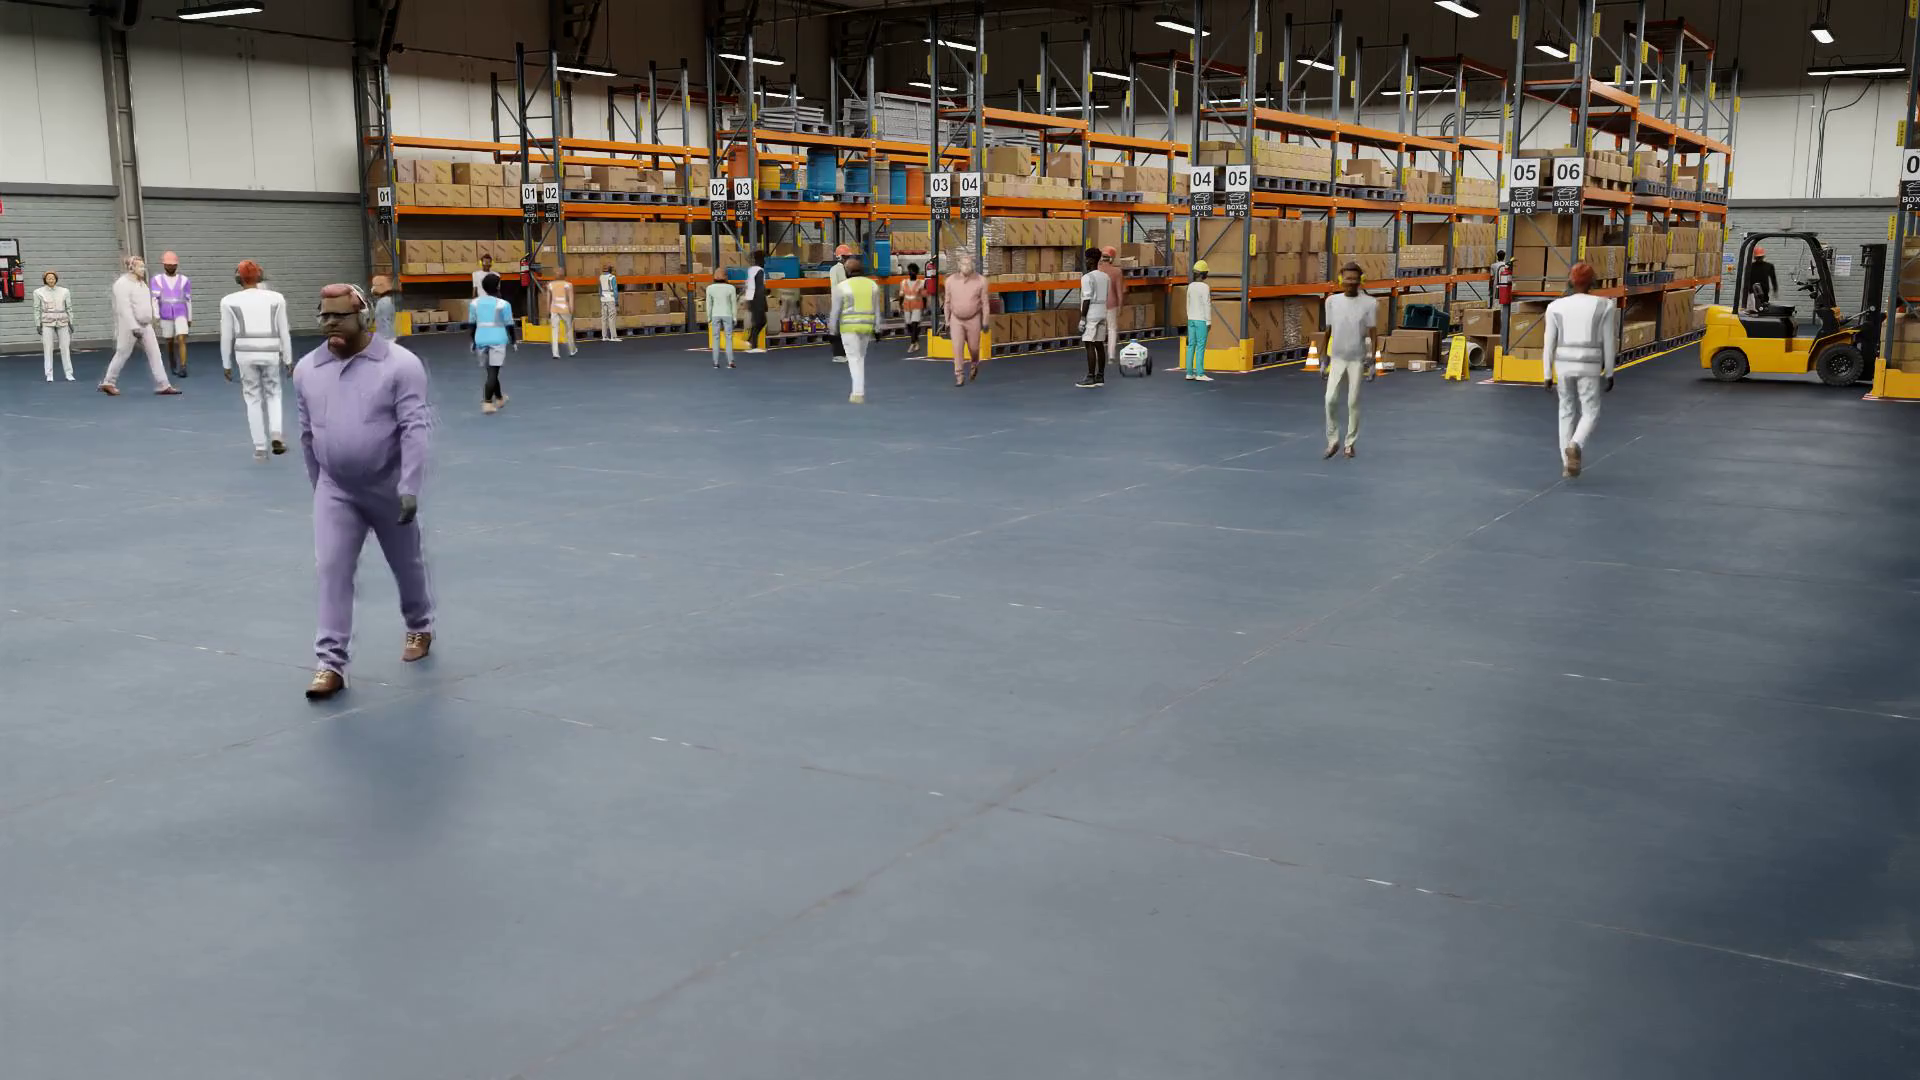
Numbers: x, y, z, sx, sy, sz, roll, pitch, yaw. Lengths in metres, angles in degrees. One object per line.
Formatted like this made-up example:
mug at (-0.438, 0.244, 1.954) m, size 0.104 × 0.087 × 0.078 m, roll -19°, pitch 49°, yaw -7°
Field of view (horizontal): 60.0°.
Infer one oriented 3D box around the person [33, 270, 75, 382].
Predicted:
person at (-13.320, -3.147, 24.462) m, size 0.514 × 1.635 × 0.311 m, roll -9°, pitch 13°, yaw -41°

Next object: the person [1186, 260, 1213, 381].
person at (3.532, -3.223, 24.504) m, size 0.300 × 1.772 × 0.532 m, roll -5°, pitch 11°, yaw -27°

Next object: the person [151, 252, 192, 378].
person at (-11.987, -3.435, 25.340) m, size 0.545 × 1.907 × 0.908 m, roll -4°, pitch 11°, yaw -22°

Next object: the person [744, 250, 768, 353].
person at (-3.759, -4.423, 30.865) m, size 0.451 × 1.896 × 0.633 m, roll -4°, pitch 11°, yaw -19°

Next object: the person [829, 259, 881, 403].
person at (-1.395, -2.671, 21.254) m, size 0.667 × 1.817 × 0.691 m, roll -7°, pitch 12°, yaw -34°

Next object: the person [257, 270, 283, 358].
person at (-12.241, -3.951, 29.102) m, size 0.880 × 1.594 × 0.511 m, roll 2°, pitch 10°, yaw 11°

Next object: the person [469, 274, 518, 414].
person at (-5.569, -2.362, 19.989) m, size 0.546 × 1.647 × 0.866 m, roll 2°, pitch 10°, yaw 12°

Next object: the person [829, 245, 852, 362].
person at (-2.008, -4.046, 28.478) m, size 0.377 × 1.995 × 0.608 m, roll 4°, pitch 11°, yaw 22°

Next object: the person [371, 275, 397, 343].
person at (-7.285, -2.558, 21.206) m, size 0.491 × 1.618 × 0.501 m, roll -4°, pitch 11°, yaw -24°

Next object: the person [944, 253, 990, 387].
person at (0.100, -3.143, 23.750) m, size 0.656 × 1.890 × 0.685 m, roll 1°, pitch 10°, yaw 5°

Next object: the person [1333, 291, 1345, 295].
person at (10.262, -7.028, 45.056) m, size 0.545 × 2.000 × 0.694 m, roll 8°, pitch 13°, yaw 39°

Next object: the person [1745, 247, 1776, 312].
person at (17.774, -5.536, 36.974) m, size 0.652 × 1.951 × 0.898 m, roll 4°, pitch 11°, yaw 22°

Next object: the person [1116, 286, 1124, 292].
person at (4.567, -7.244, 46.626) m, size 0.574 × 1.911 × 0.678 m, roll 0°, pitch 10°, yaw 0°

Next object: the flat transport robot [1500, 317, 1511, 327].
flat transport robot at (13.258, -5.280, 40.220) m, size 0.652 × 0.197 × 1.431 m, roll 0°, pitch 10°, yaw 0°

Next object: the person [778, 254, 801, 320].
person at (-3.637, -5.159, 35.258) m, size 0.599 × 1.803 × 0.834 m, roll 6°, pitch 12°, yaw 29°

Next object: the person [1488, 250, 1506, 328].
person at (12.817, -5.939, 39.489) m, size 0.509 × 1.855 × 0.334 m, roll 3°, pitch 11°, yaw 17°

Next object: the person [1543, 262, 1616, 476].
person at (5.286, -1.444, 14.263) m, size 0.596 × 1.867 × 0.669 m, roll 6°, pitch 12°, yaw 31°

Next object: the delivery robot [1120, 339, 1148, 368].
delivery robot at (2.663, -2.833, 25.456) m, size 0.477 × 0.478 × 0.707 m, roll 3°, pitch 10°, yaw 14°

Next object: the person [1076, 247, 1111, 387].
person at (1.877, -3.138, 23.488) m, size 0.367 × 1.961 × 0.607 m, roll 7°, pitch 12°, yaw 36°

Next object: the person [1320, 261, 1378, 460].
person at (3.629, -1.664, 15.540) m, size 0.552 × 1.847 × 0.647 m, roll 4°, pitch 11°, yaw 21°

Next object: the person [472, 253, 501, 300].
person at (-8.480, -4.209, 29.811) m, size 0.519 × 1.847 × 0.815 m, roll -2°, pitch 10°, yaw -11°

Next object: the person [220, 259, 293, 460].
person at (-6.572, -1.675, 15.538) m, size 0.617 × 1.870 × 0.413 m, roll -6°, pitch 12°, yaw -31°

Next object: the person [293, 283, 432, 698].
person at (-2.761, -0.263, 7.741) m, size 0.635 × 1.854 × 1.043 m, roll 0°, pitch 10°, yaw -1°

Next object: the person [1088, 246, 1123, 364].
person at (2.432, -3.932, 27.893) m, size 0.642 × 1.980 × 0.436 m, roll 3°, pitch 11°, yaw 16°

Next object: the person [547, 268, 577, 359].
person at (-7.037, -4.002, 29.354) m, size 0.531 × 1.585 × 0.907 m, roll 1°, pitch 10°, yaw 6°

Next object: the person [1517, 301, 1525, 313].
person at (14.486, -6.553, 42.679) m, size 0.364 × 1.939 × 0.636 m, roll 5°, pitch 11°, yaw 24°

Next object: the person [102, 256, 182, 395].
person at (-10.999, -2.839, 22.133) m, size 1.009 × 1.862 × 0.642 m, roll 2°, pitch 10°, yaw 9°

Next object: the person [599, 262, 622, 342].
person at (-7.228, -4.897, 34.247) m, size 0.511 × 1.640 × 0.308 m, roll 7°, pitch 12°, yaw 35°

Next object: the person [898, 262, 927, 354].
person at (-0.845, -4.302, 30.814) m, size 0.535 × 1.674 × 0.764 m, roll 4°, pitch 11°, yaw 22°

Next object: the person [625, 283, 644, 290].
person at (-7.595, -5.765, 38.770) m, size 0.537 × 1.766 × 0.331 m, roll 7°, pitch 12°, yaw 35°

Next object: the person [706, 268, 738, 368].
person at (-3.860, -3.579, 26.944) m, size 0.510 × 1.644 × 0.360 m, roll 0°, pitch 10°, yaw 1°
